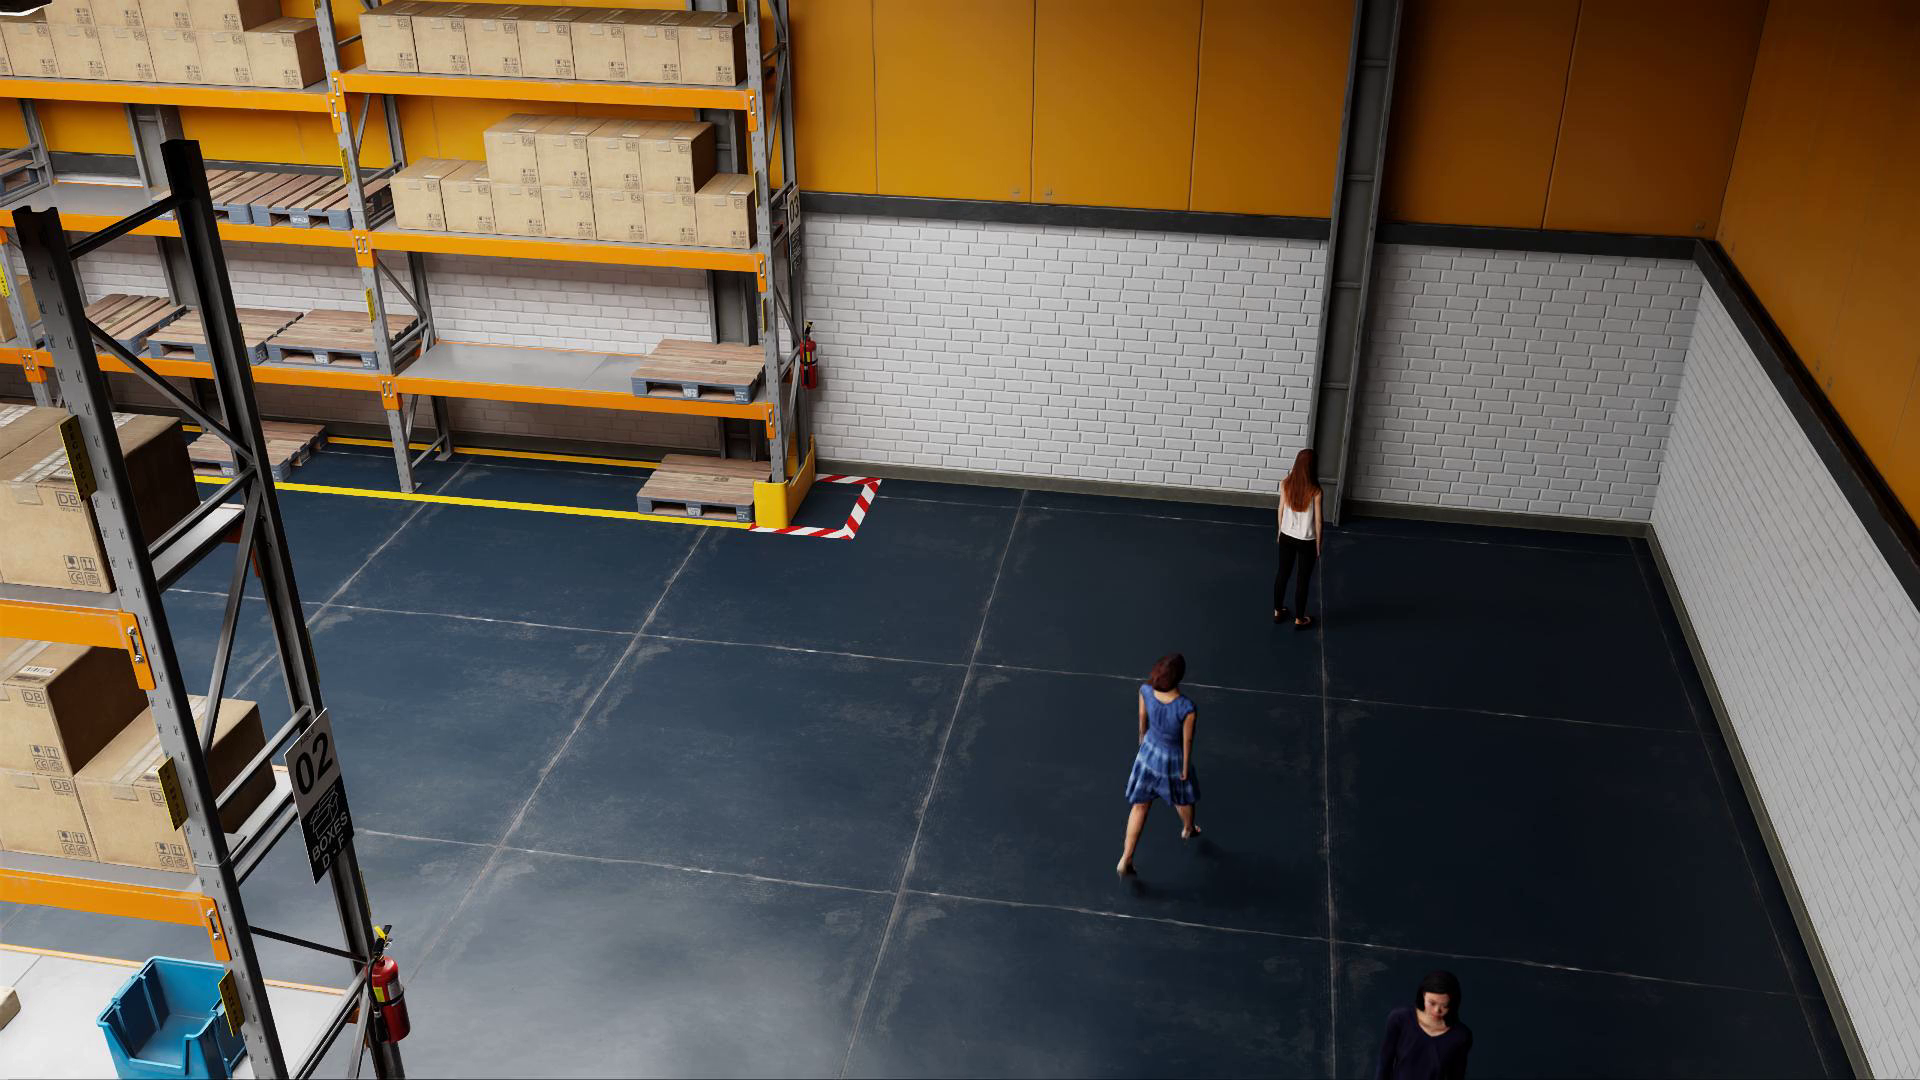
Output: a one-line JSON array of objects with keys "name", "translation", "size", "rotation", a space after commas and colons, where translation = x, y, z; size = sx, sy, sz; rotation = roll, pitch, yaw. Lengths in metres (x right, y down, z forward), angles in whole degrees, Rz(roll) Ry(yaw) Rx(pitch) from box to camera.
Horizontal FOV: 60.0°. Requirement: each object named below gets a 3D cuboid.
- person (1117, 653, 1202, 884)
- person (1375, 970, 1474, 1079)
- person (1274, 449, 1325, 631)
[{"name": "person", "translation": [1.363, 1.613, 11.542], "size": [1.144, 1.757, 0.997], "rotation": [18, 33, 30]}, {"name": "person", "translation": [2.478, 2.980, 9.072], "size": [0.861, 1.723, 0.791], "rotation": [11, 31, 20]}, {"name": "person", "translation": [2.964, -0.013, 14.559], "size": [0.592, 1.722, 0.706], "rotation": [21, 35, 33]}]
